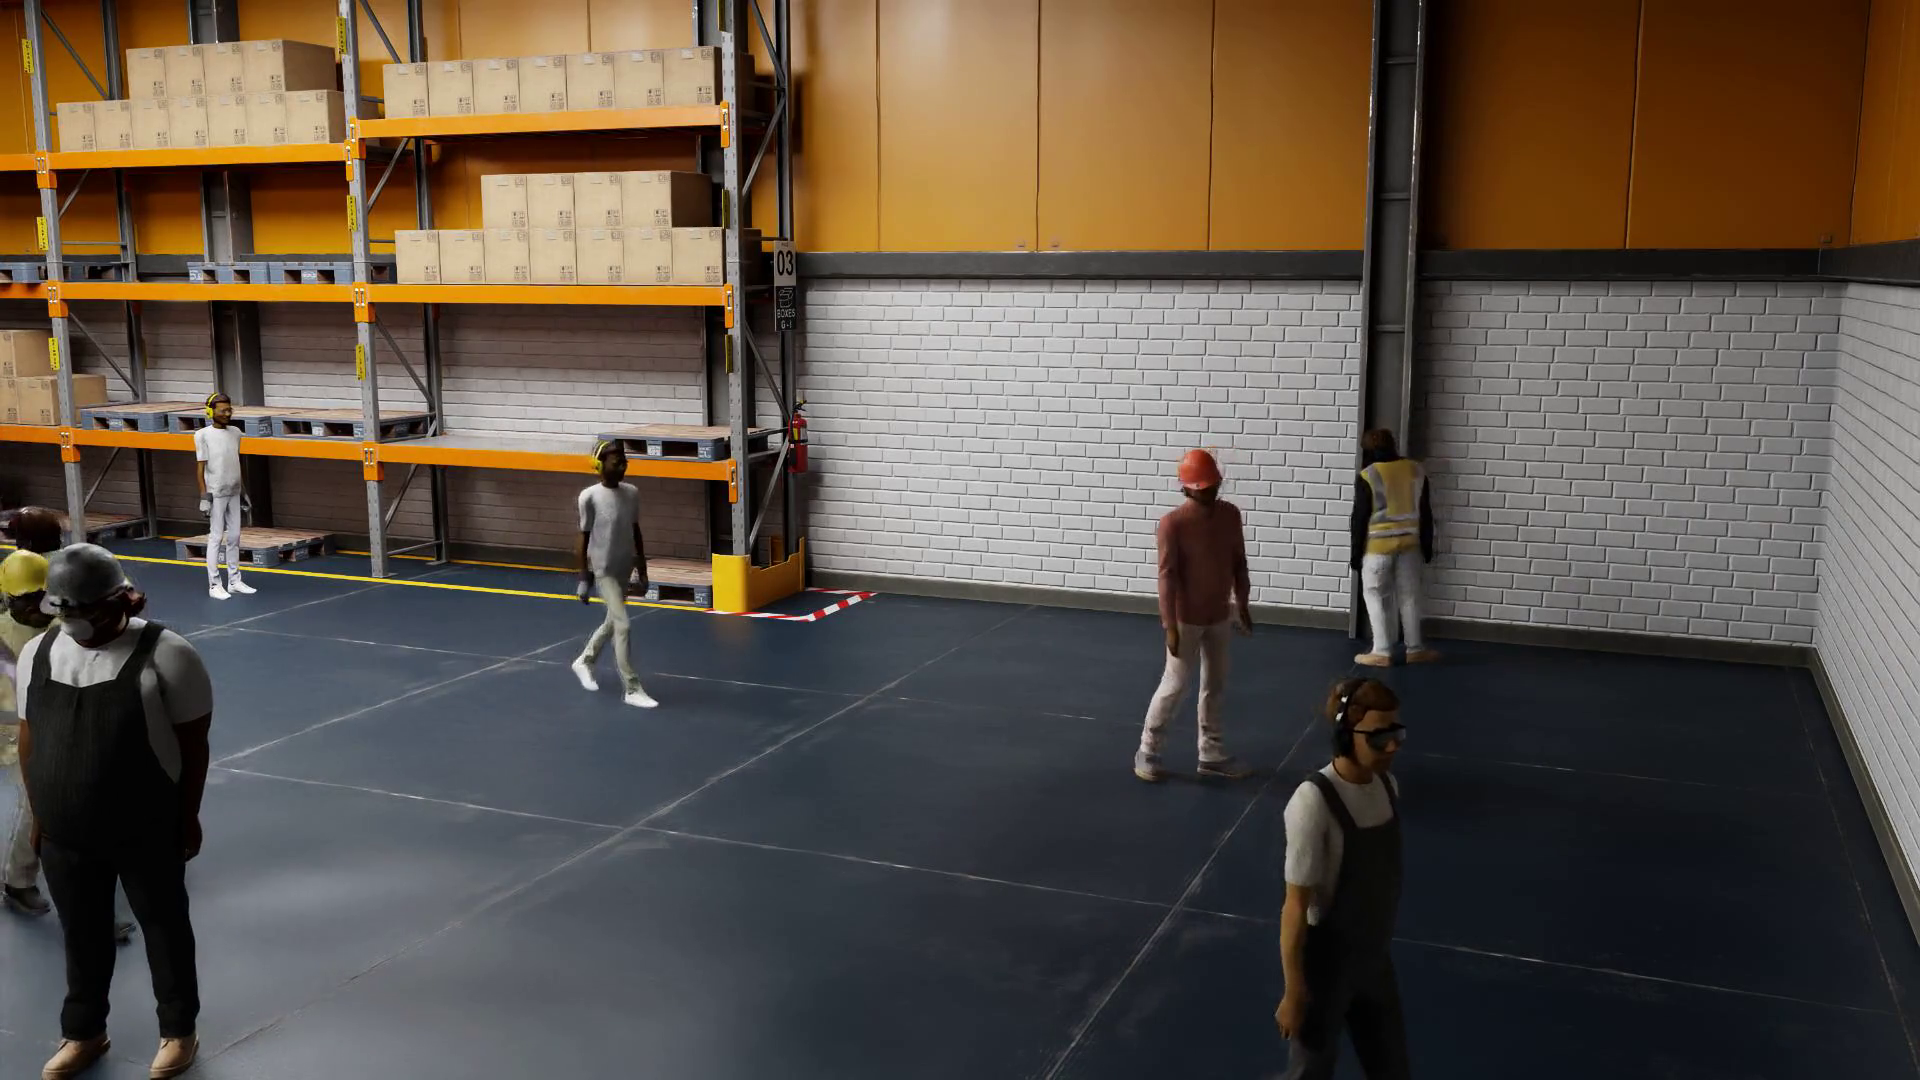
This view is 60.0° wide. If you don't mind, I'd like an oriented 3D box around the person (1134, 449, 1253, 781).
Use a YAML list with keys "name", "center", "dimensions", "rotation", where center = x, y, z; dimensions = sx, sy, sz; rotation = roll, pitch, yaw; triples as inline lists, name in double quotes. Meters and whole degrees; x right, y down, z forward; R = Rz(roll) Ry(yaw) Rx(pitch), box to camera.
- name: "person"
  center: [1.365, 0.442, 9.712]
  dimensions: [0.734, 1.964, 0.490]
  rotation: [-7, 12, -35]

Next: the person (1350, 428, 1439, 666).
- name: "person"
  center: [3.275, 0.057, 12.539]
  dimensions: [0.782, 1.813, 0.432]
  rotation: [-4, 10, -20]

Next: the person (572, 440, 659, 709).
- name: "person"
  center: [-2.431, 0.206, 11.523]
  dimensions: [0.909, 1.841, 0.527]
  rotation: [7, 12, 37]

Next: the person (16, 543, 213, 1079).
- name: "person"
  center: [-3.130, 0.995, 6.114]
  dimensions: [0.684, 2.000, 0.536]
  rotation: [0, 9, 0]

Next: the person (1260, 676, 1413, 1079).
- name: "person"
  center: [1.122, 1.283, 5.056]
  dimensions: [0.518, 1.818, 0.860]
  rotation: [-8, 12, -40]

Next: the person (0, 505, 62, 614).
- name: "person"
  center: [-4.554, 0.719, 8.496]
  dimensions: [0.829, 1.813, 0.626]
  rotation: [5, 11, 29]

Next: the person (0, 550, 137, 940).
- name: "person"
  center: [-4.128, 0.901, 7.504]
  dimensions: [0.947, 1.775, 0.578]
  rotation: [4, 10, 25]

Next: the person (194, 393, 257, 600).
- name: "person"
  center: [-6.675, -0.403, 15.113]
  dimensions: [0.314, 1.866, 0.537]
  rotation: [4, 10, 23]
